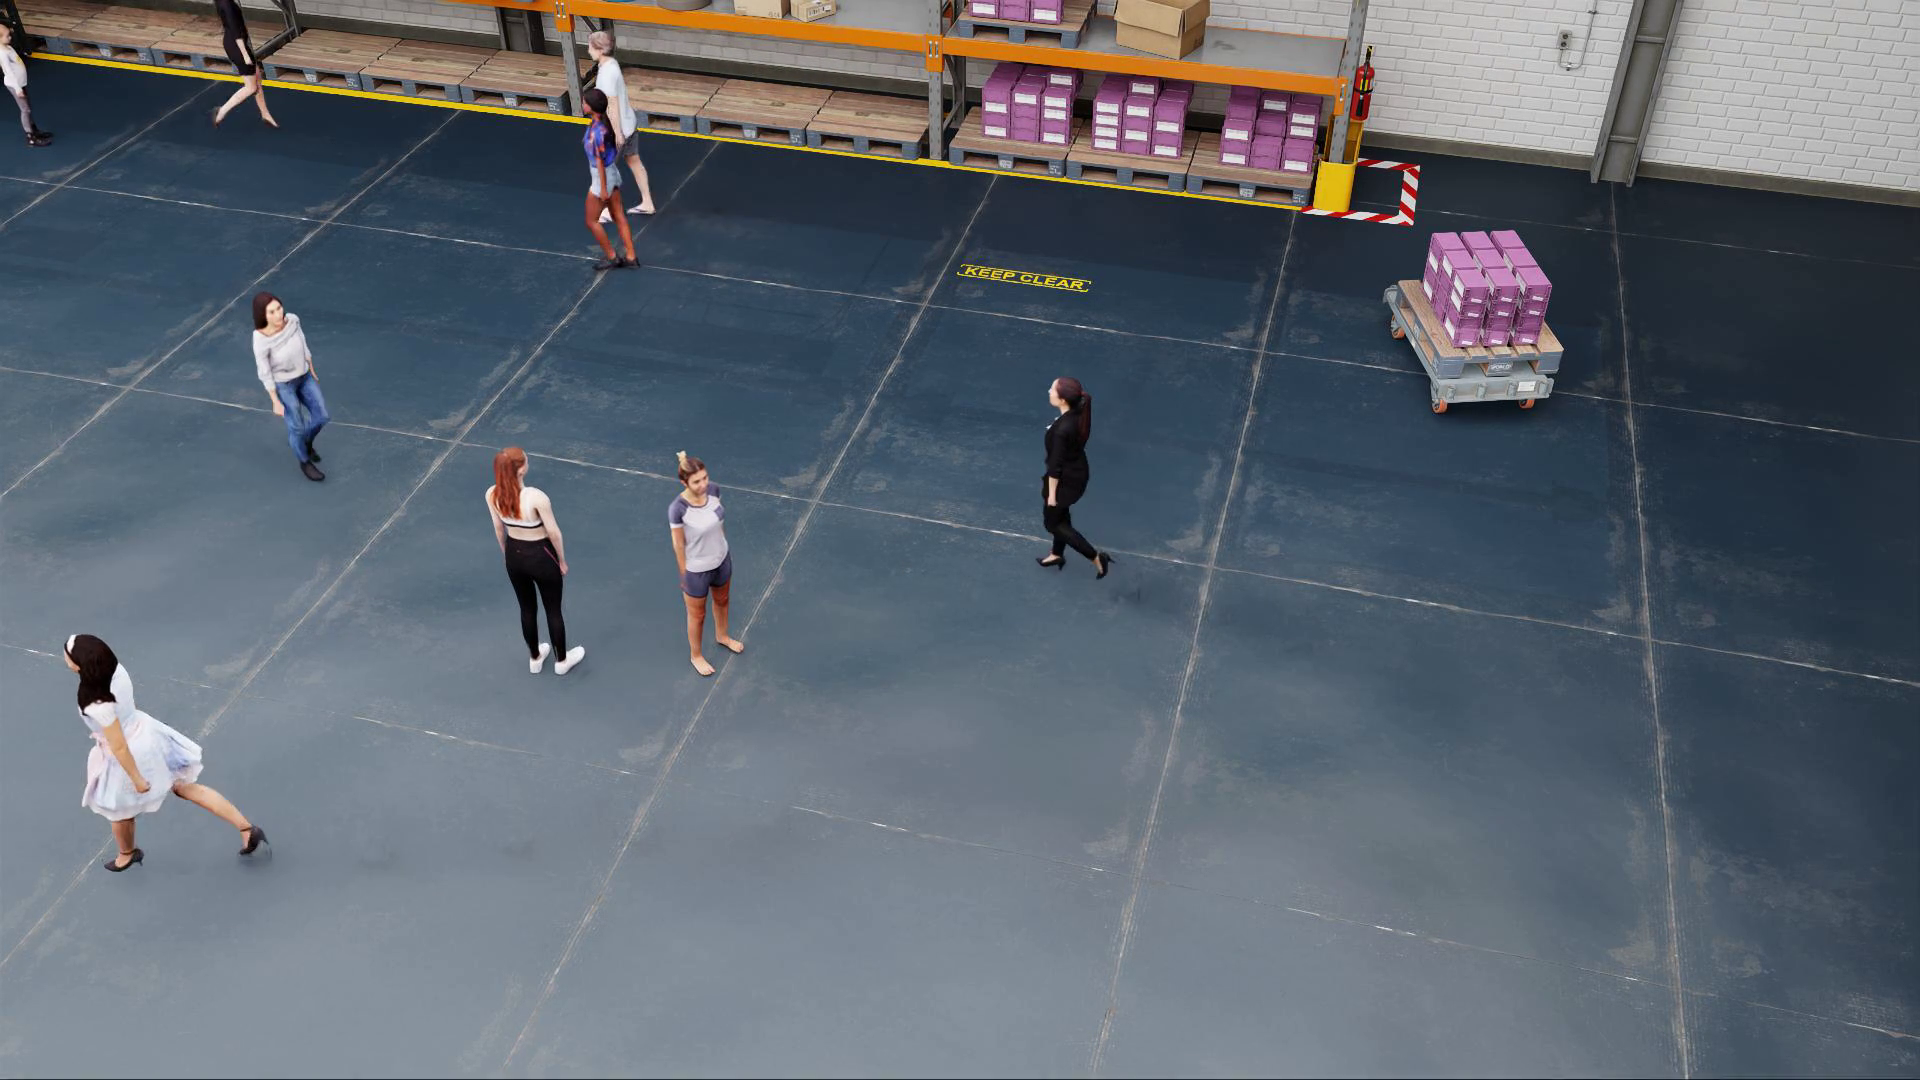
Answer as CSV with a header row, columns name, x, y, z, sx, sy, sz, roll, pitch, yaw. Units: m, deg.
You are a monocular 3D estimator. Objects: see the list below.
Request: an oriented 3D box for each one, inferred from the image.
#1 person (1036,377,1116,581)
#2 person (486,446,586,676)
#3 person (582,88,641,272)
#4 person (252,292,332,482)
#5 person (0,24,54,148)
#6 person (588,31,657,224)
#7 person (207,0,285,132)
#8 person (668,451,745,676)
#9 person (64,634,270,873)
name,x,y,z,sx,sy,sz,roll,pitch,yaw
person,0.794,-0.371,11.345,0.918,1.645,0.715,19,42,22
person,-2.740,0.140,10.629,0.439,1.741,0.638,8,39,10
person,-3.062,-3.177,14.792,0.718,1.728,0.677,0,39,0
person,-5.024,-1.156,12.351,0.689,1.617,0.689,18,42,22
person,-9.660,-4.661,17.012,0.634,1.277,0.585,-13,41,-16
person,-3.102,-3.865,15.590,0.955,1.808,0.821,-2,39,-3
person,-7.427,-4.943,16.962,1.027,1.782,0.944,-18,42,-21
person,-1.653,0.137,10.726,0.652,1.624,0.652,27,46,30
person,-4.456,1.225,9.247,1.266,1.769,0.917,-3,39,-3
